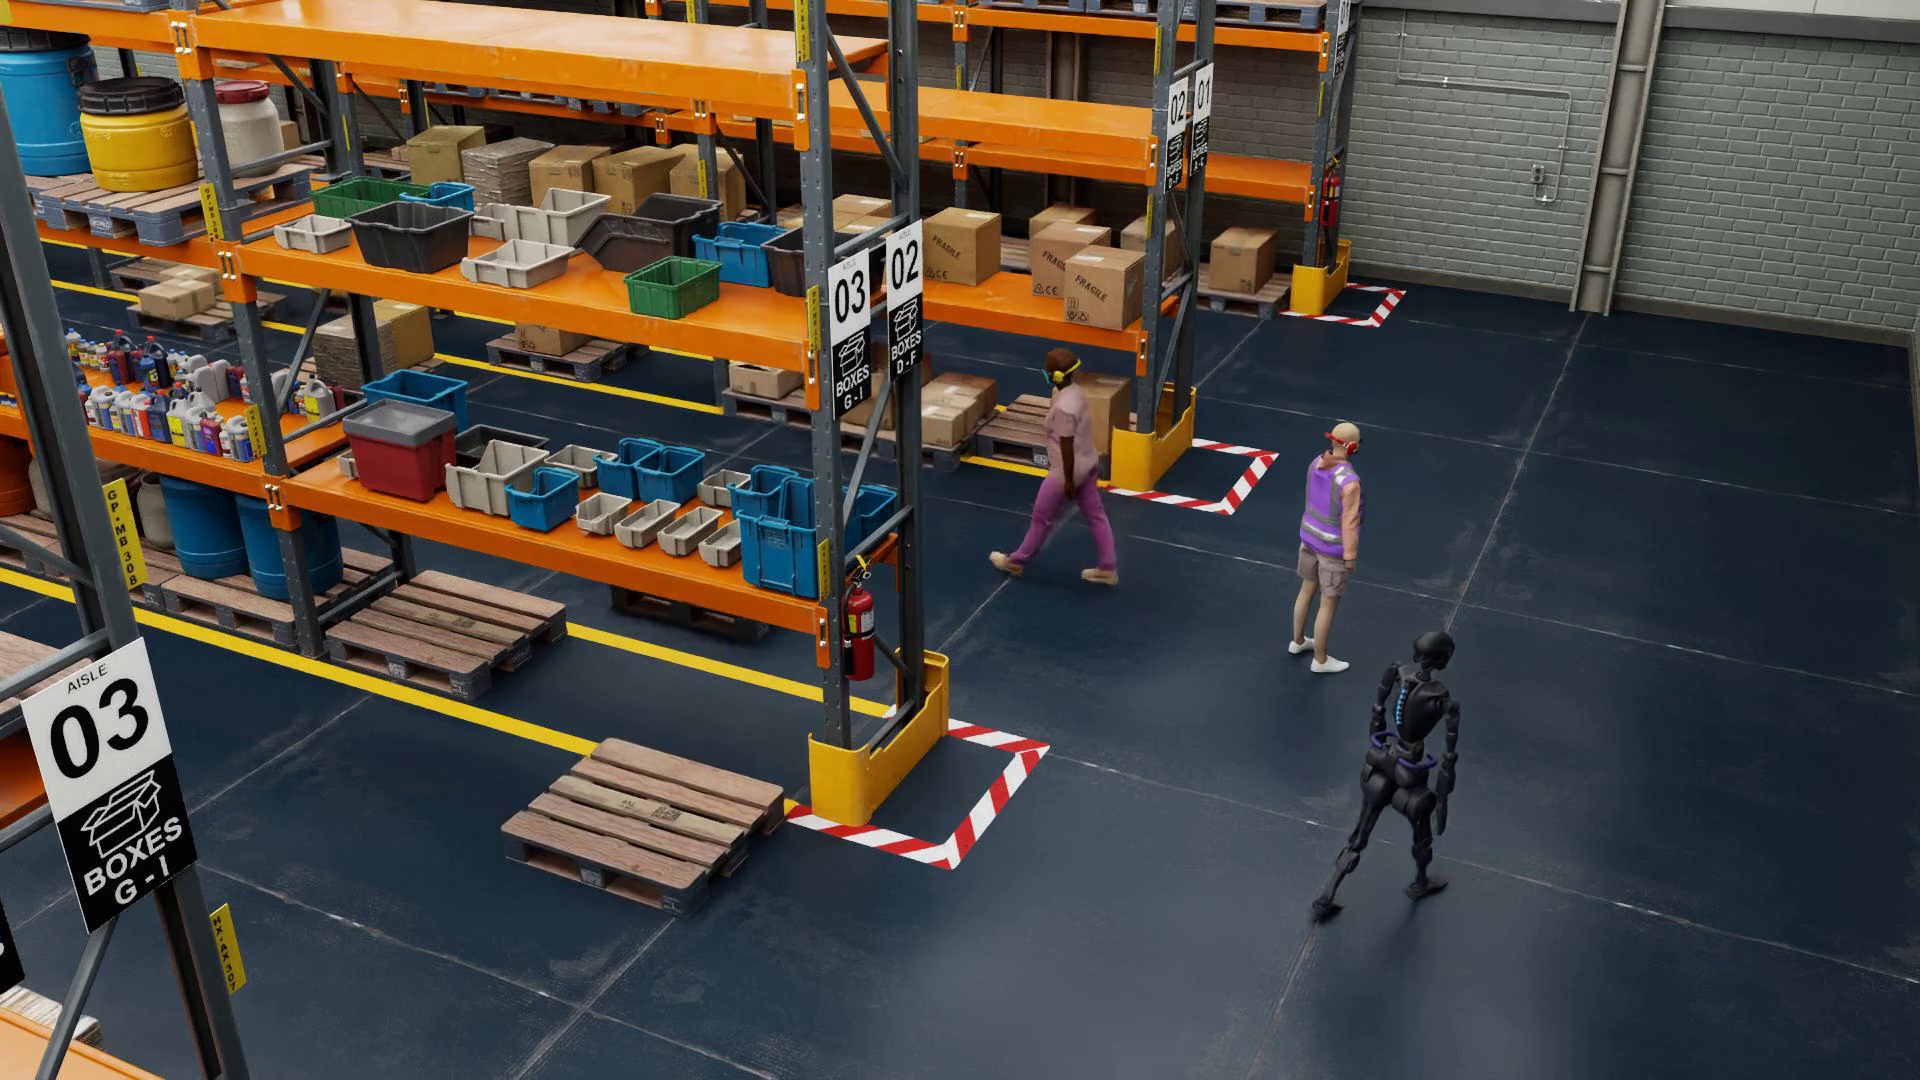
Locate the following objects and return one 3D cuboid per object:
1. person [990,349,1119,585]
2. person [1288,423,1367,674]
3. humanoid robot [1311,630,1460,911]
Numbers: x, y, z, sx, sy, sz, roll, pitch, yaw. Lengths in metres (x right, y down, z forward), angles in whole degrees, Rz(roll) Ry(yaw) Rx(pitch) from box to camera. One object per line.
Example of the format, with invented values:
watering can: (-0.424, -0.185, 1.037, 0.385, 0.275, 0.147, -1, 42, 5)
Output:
person: (0.694, -0.503, 11.650, 0.964, 1.745, 0.515, 10, 28, 19)
person: (2.351, 0.045, 10.616, 0.351, 1.688, 0.489, -11, 28, -21)
humanoid robot: (2.197, 1.186, 8.391, 0.819, 1.640, 0.590, -16, 30, -29)
